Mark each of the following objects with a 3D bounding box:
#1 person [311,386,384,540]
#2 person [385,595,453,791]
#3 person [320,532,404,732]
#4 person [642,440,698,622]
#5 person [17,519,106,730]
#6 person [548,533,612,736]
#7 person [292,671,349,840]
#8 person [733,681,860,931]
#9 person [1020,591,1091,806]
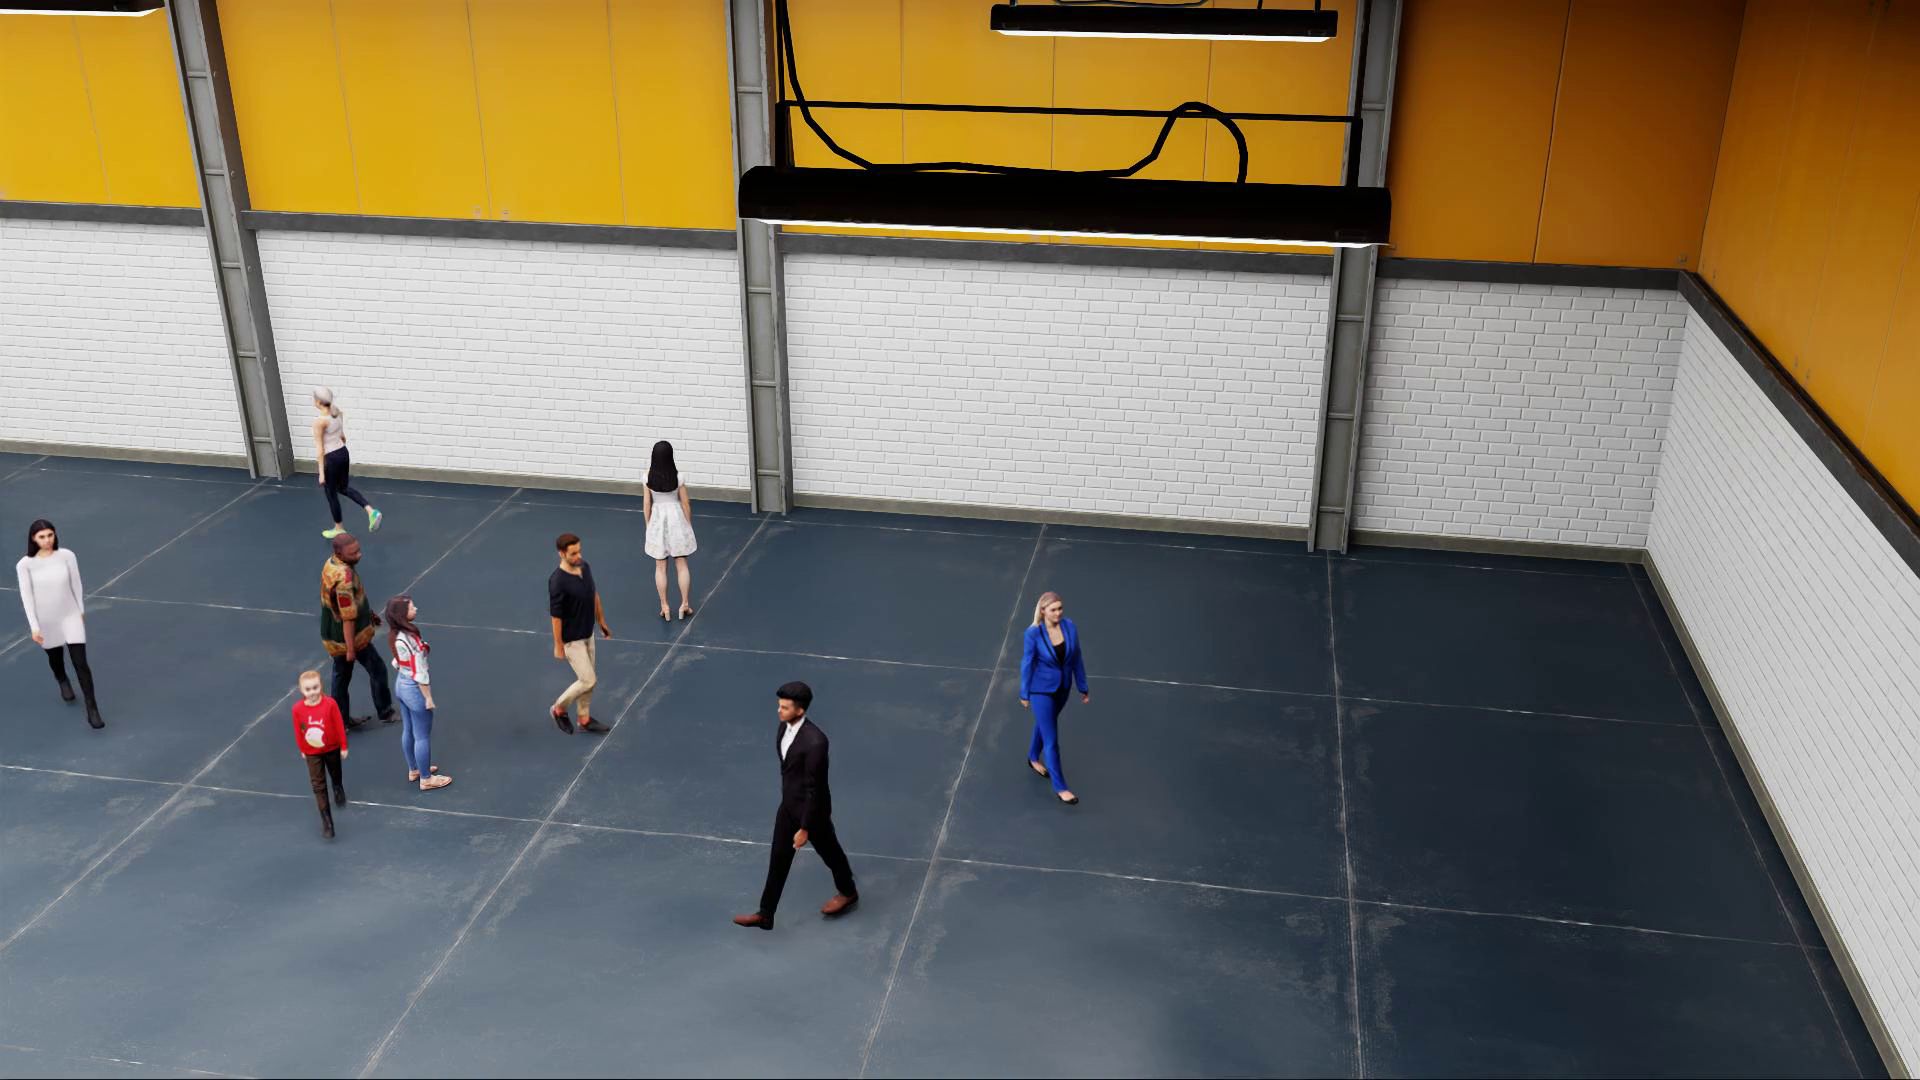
[{"bbox_3d":[-6.395,-0.771,17.221,0.942,1.688,0.647,6,24,13],"label":"person"},{"bbox_3d":[-4.241,1.163,12.891,0.716,1.613,0.638,-18,30,-36],"label":"person"},{"bbox_3d":[-5.067,0.786,13.546,1.050,1.779,0.984,-16,28,-32],"label":"person"},{"bbox_3d":[-2.726,-0.092,15.563,0.653,1.774,0.773,-2,24,-4],"label":"person"},{"bbox_3d":[-7.525,0.661,13.847,1.138,1.767,1.181,-15,28,-31],"label":"person"},{"bbox_3d":[-3.194,0.770,13.507,0.731,1.840,0.706,7,24,15],"label":"person"},{"bbox_3d":[-4.785,1.532,12.478,0.904,1.268,0.865,-10,26,-22],"label":"person"},{"bbox_3d":[-0.948,1.784,11.197,1.250,1.833,1.192,-16,28,-32],"label":"person"},{"bbox_3d":[0.641,1.140,12.877,1.066,1.667,1.109,-15,28,-31],"label":"person"}]
